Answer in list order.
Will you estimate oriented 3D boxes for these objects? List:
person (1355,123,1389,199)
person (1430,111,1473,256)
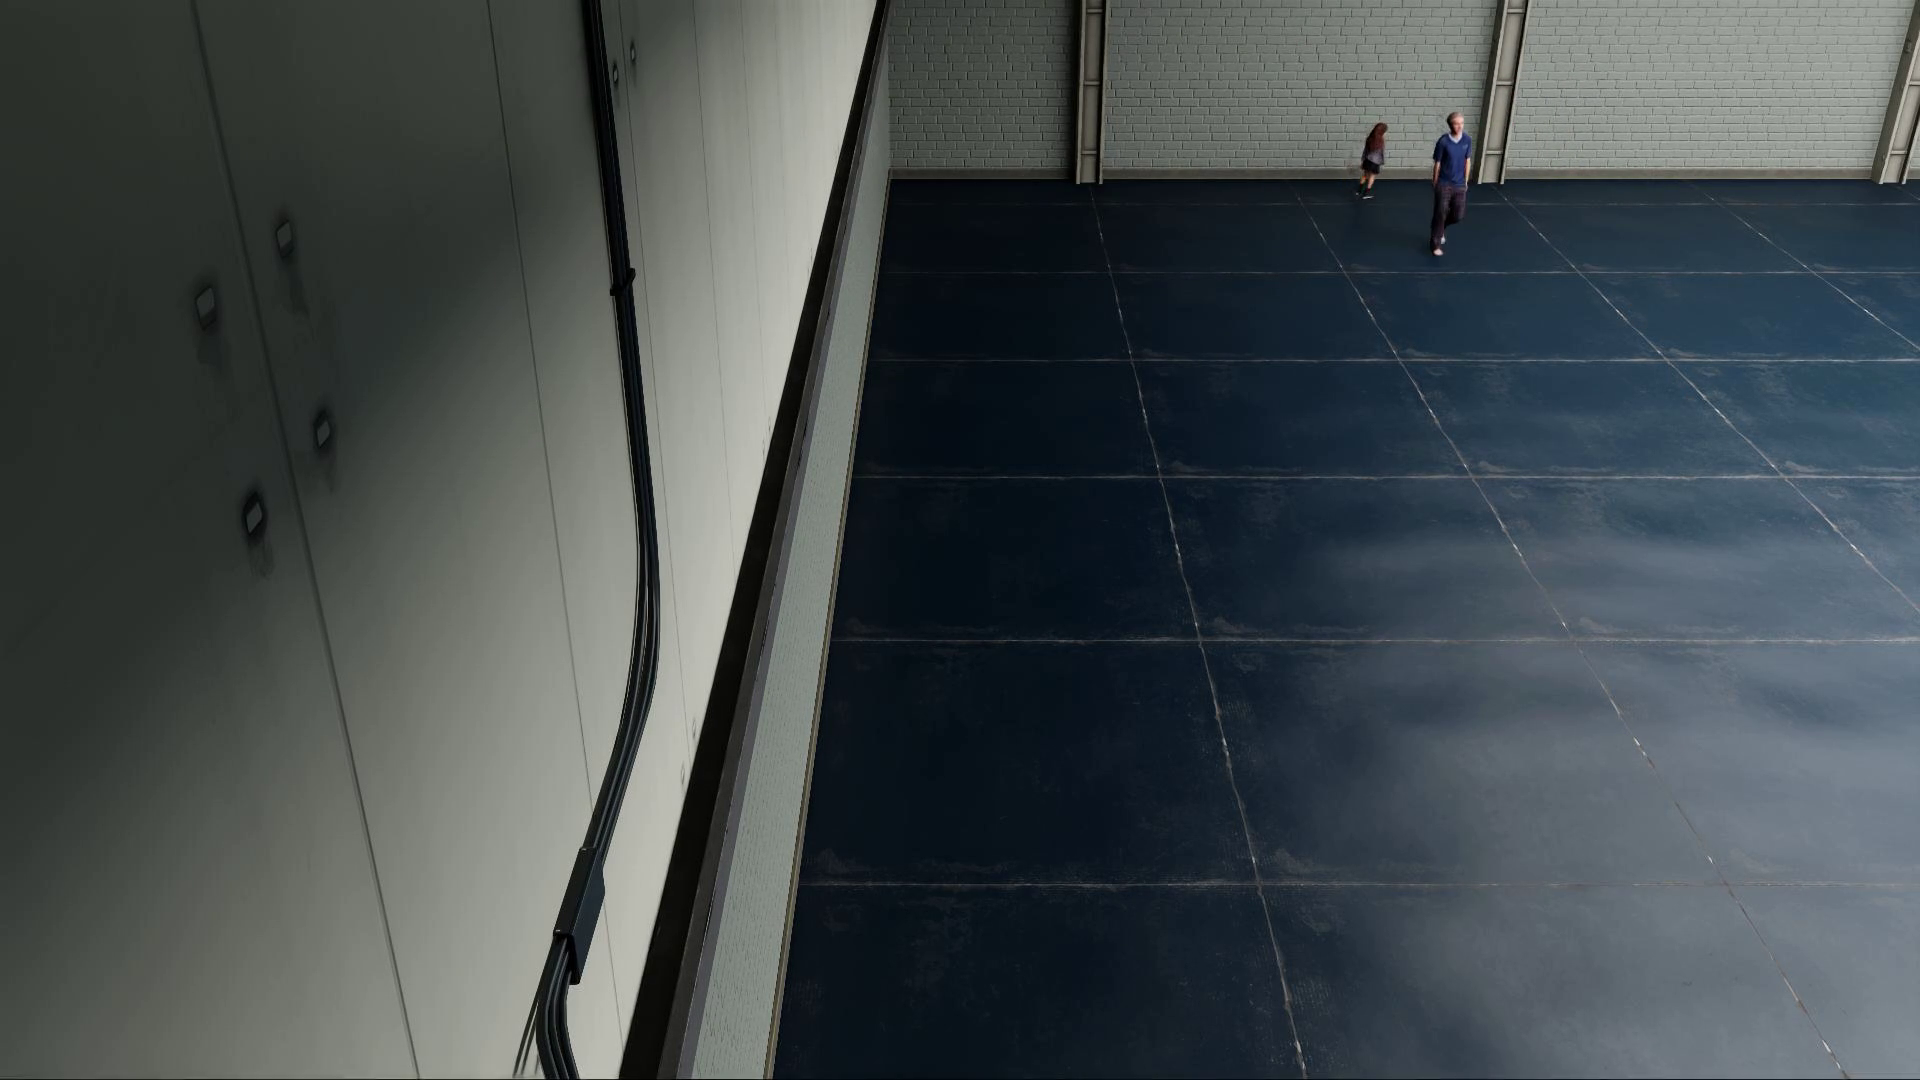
[{"bbox_3d":[5.916,-5.459,23.950,0.583,1.076,0.637,18,33,30],"label":"person"},{"bbox_3d":[6.308,-4.643,21.589,0.734,1.855,0.789,-5,28,-9],"label":"person"}]
